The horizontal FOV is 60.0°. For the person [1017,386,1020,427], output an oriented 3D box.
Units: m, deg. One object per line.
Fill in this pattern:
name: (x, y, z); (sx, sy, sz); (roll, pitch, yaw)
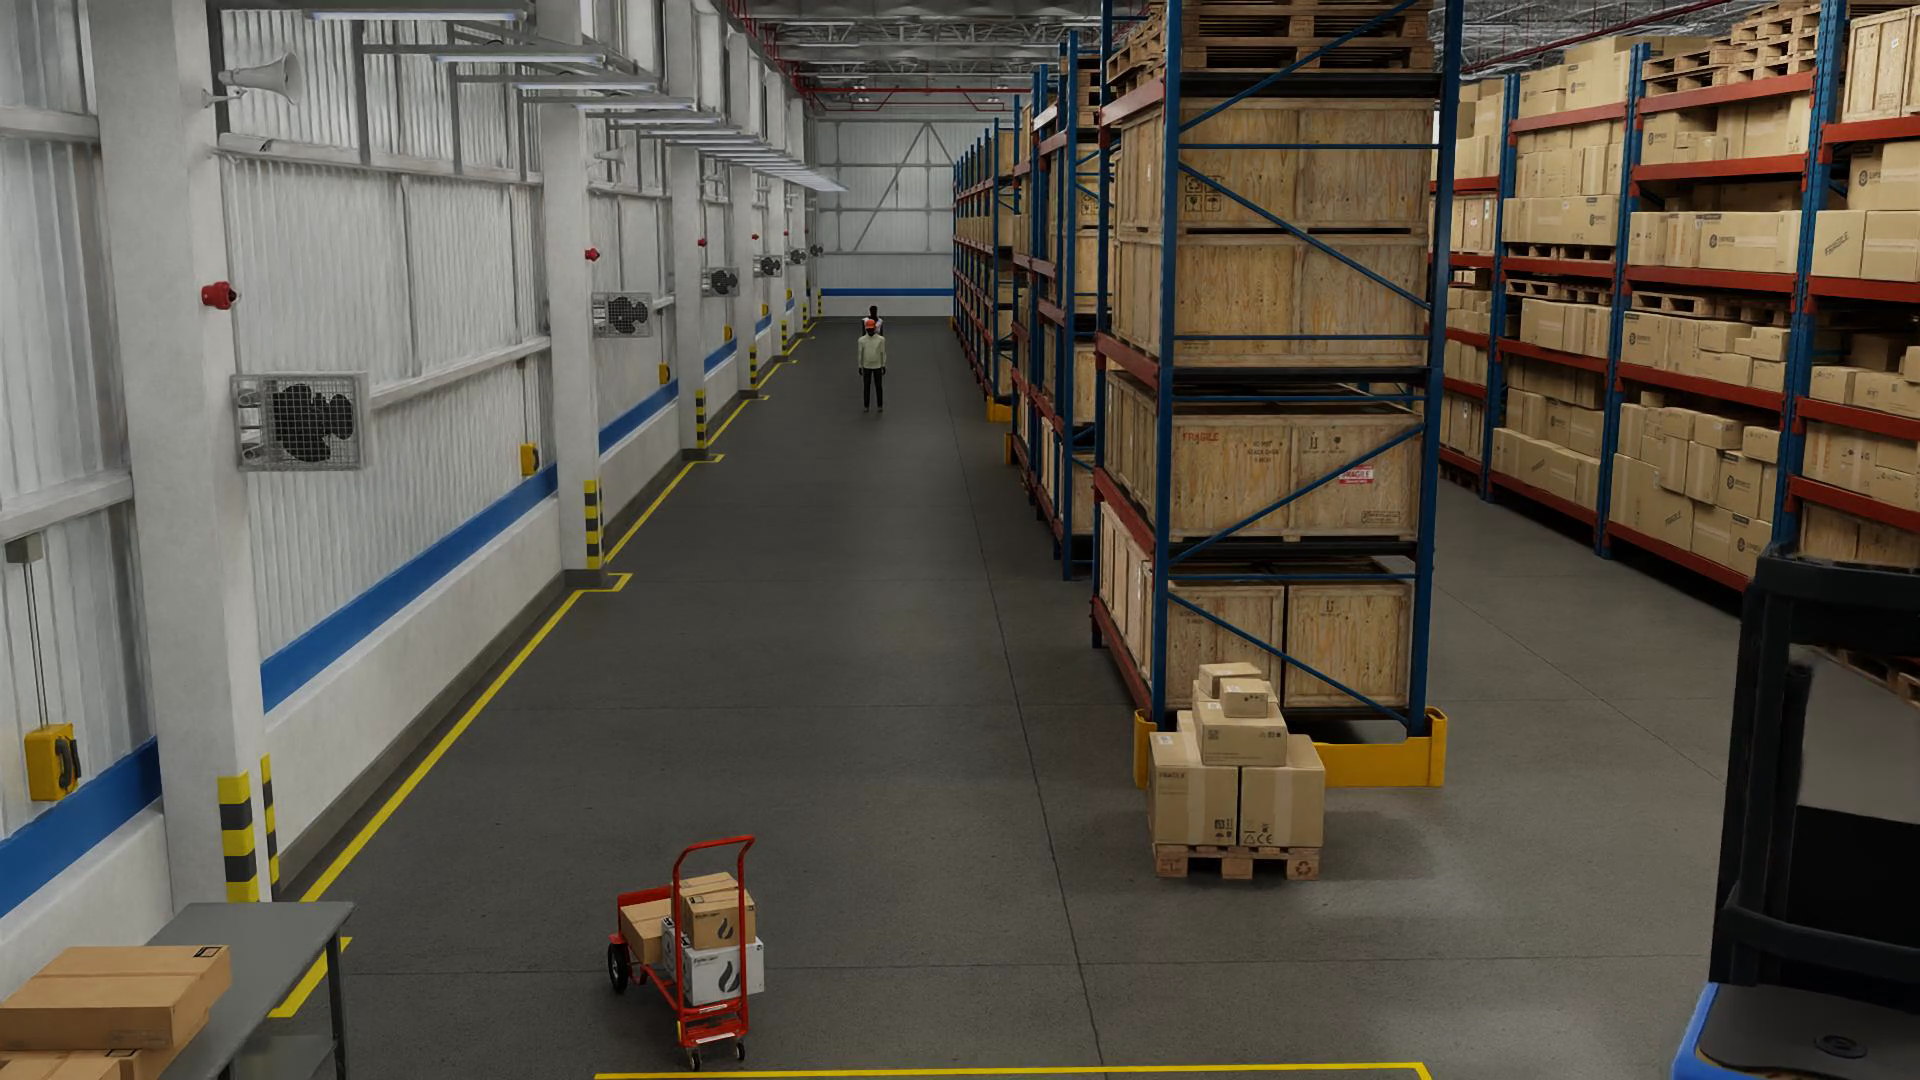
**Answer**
person: (1.380, -3.135, 32.768); (0.743, 1.882, 0.657); (4, 12, 20)

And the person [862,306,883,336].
person: (-2.245, -5.072, 42.782); (0.589, 1.910, 0.394); (-6, 12, -28)

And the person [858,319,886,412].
person: (-1.881, -3.720, 35.542); (0.615, 1.988, 0.402); (1, 11, 3)

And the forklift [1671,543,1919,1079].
forklift: (3.453, 1.437, 6.371); (1.129, 2.768, 1.873); (7, 13, 31)
